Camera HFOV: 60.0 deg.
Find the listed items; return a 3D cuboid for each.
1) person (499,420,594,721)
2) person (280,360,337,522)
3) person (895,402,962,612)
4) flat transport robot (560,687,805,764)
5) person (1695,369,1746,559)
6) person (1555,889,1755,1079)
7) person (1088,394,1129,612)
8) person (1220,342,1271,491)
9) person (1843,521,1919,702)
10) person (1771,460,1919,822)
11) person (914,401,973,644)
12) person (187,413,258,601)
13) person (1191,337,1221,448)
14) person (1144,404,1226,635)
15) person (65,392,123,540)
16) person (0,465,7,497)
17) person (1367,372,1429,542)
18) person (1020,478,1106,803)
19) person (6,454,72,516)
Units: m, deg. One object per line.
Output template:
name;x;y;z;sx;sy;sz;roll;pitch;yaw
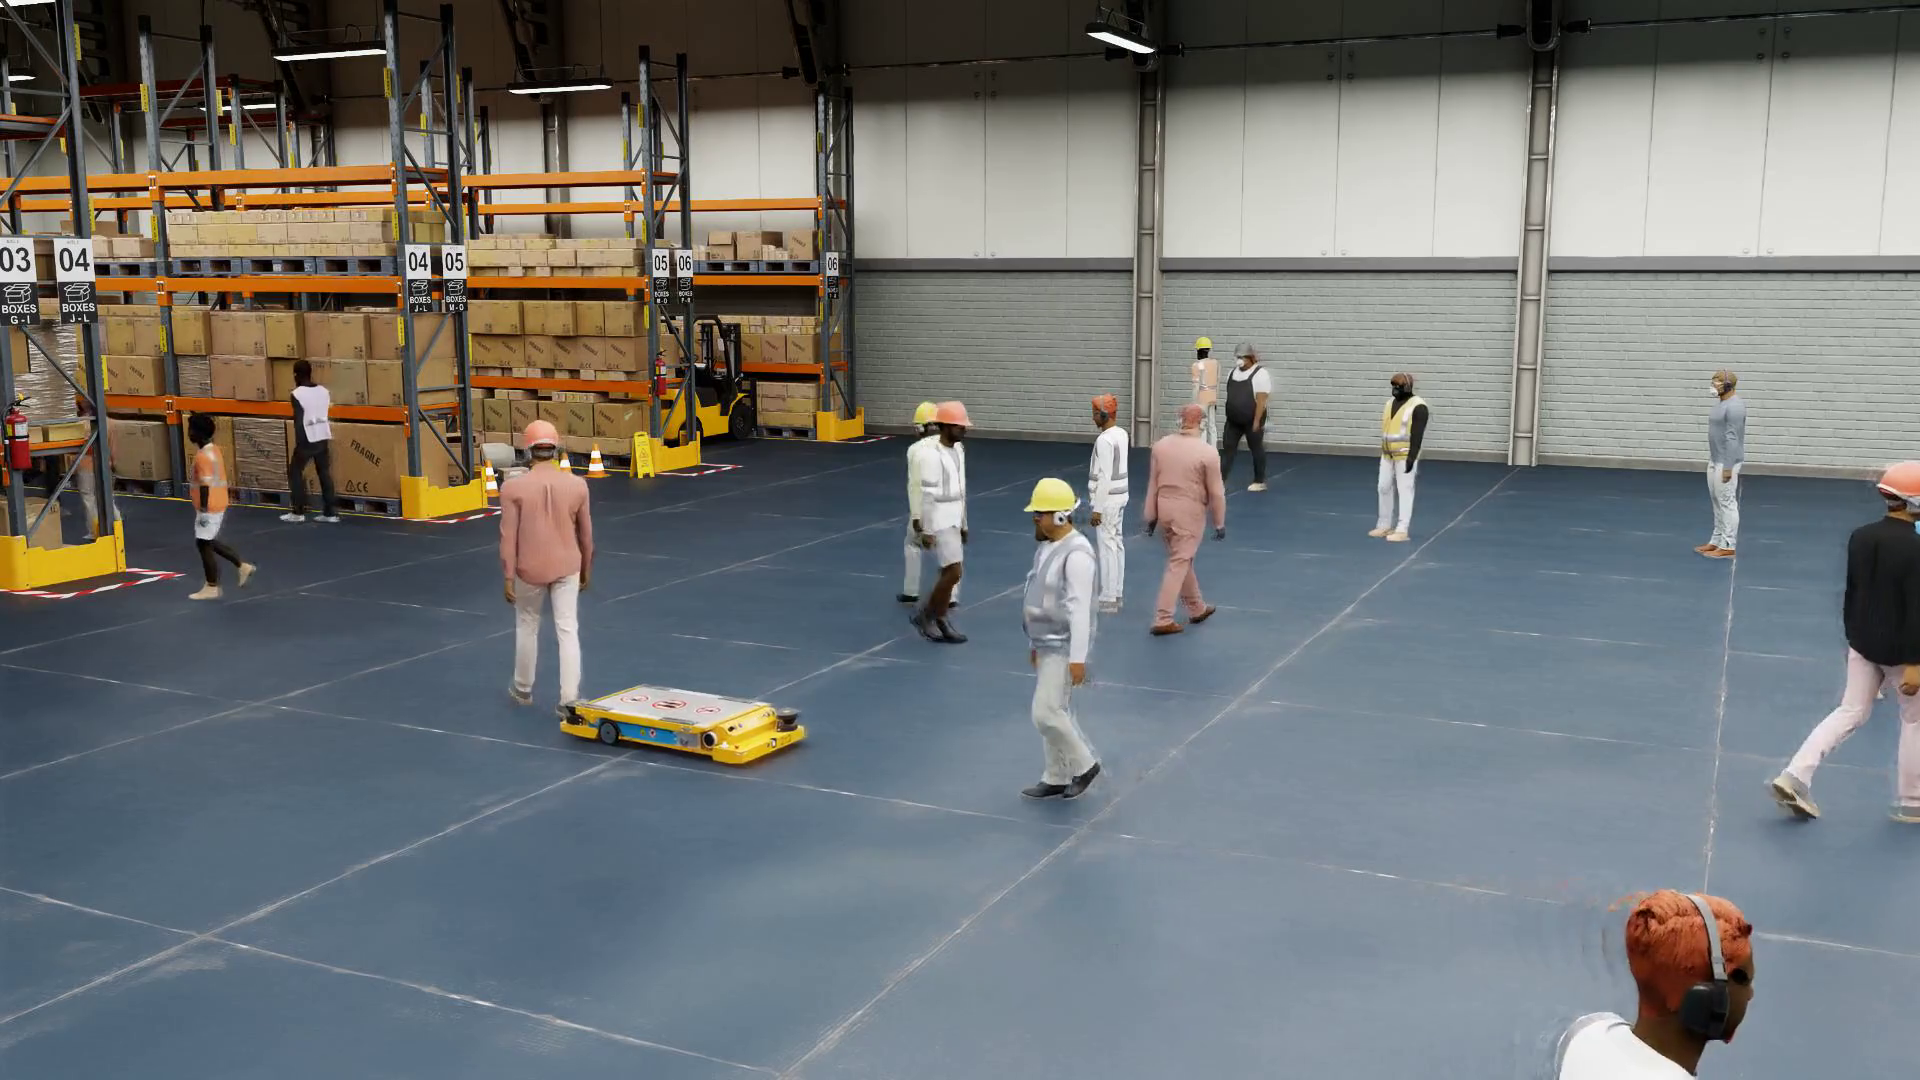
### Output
person;-2.766;0.180;11.071;0.644;1.945;0.972;-5;10;-27
person;-7.647;-1.147;19.420;0.808;1.888;0.609;4;10;22
person;-0.285;-0.288;14.425;0.607;1.801;0.775;-7;11;-36
flat transport robot;-1.744;1.130;10.397;1.431;0.197;0.652;5;11;29
person;7.809;-0.776;17.012;0.363;1.935;0.627;1;9;8
person;1.346;1.536;3.117;0.987;1.829;0.610;-1;9;-4
person;1.266;-0.318;14.336;0.356;1.887;0.574;3;10;20
person;3.696;-1.631;21.909;0.687;2.000;0.990;9;13;43
person;6.401;0.324;11.115;0.862;1.654;0.543;7;12;38
person;4.840;0.550;8.792;0.929;1.966;0.622;-2;9;-11
person;-0.080;-0.128;13.025;0.398;1.925;0.555;4;10;24
person;-6.636;-0.298;14.817;0.476;1.681;0.543;-2;10;-14
person;3.666;-2.085;25.042;0.584;1.928;0.373;-8;12;-40
person;1.888;-0.178;13.553;0.930;1.853;0.650;-8;12;-40
person;-9.403;-0.791;18.041;0.403;1.625;0.522;6;11;31
person;-12.218;-1.368;20.935;0.701;1.823;0.504;4;10;24
person;4.783;-0.899;18.072;0.448;1.838;0.644;-5;10;-27
person;0.533;0.567;9.111;0.418;1.820;0.626;-2;10;-13
person;-11.044;-1.254;19.829;0.749;1.973;0.623;3;10;18
